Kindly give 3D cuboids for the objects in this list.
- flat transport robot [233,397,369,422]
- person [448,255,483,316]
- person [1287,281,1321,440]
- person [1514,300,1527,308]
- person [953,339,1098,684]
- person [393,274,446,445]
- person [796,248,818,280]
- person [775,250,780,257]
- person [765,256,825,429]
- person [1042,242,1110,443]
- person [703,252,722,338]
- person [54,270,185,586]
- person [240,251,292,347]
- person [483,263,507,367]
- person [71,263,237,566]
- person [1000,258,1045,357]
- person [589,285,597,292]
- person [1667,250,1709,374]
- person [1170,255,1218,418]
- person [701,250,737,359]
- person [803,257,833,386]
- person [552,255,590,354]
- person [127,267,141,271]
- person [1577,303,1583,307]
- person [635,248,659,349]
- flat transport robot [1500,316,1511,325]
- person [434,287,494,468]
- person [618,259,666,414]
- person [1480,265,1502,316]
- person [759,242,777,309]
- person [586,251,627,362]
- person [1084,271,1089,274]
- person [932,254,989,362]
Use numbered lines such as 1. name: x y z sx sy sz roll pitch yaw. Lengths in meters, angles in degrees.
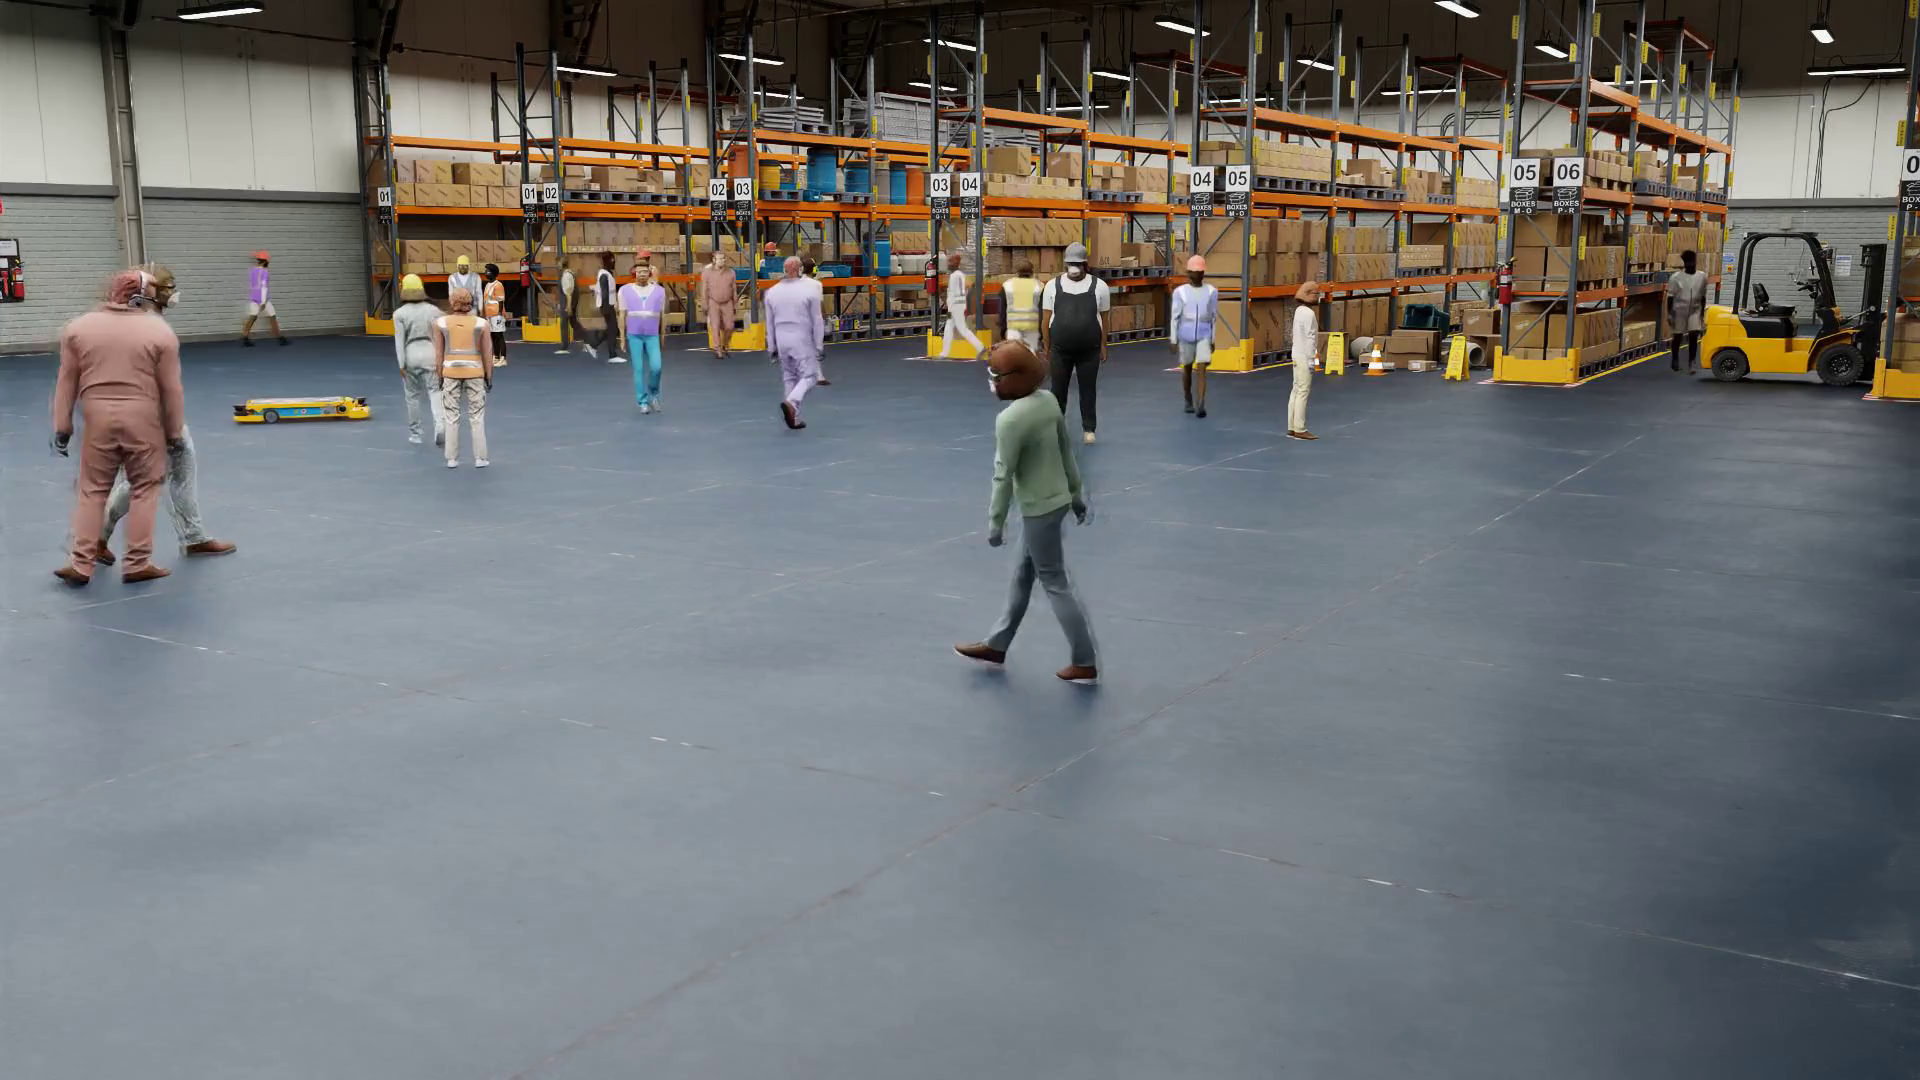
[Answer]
1. flat transport robot: -7.566 -1.511 19.107 1.431 0.197 0.652 -4 11 -21
2. person: -8.761 -4.142 29.518 0.596 1.812 0.540 -2 10 -13
3. person: 3.579 -1.855 17.221 0.277 1.631 0.506 -1 10 -4
4. person: 14.211 -6.332 41.779 0.649 1.818 0.604 -6 12 -28
5. person: 0.297 -0.132 7.669 0.790 1.583 0.564 5 11 25
6. person: -5.399 -1.803 16.665 0.490 1.720 0.725 -6 12 -28
7. person: -2.452 -3.631 26.312 0.377 1.940 0.628 3 11 18
8. person: -3.884 -5.277 35.615 0.604 1.912 0.588 8 13 39
9. person: -1.791 -2.107 17.913 0.656 1.888 0.672 4 11 24
10. person: 1.163 -1.983 16.795 0.688 2.000 0.536 1 10 5
11. person: -5.221 -5.234 35.496 0.586 1.870 0.414 6 12 30
12. person: -5.024 -0.666 9.930 0.752 1.865 0.474 -2 10 -10
13. person: -13.725 -4.728 32.660 0.548 1.879 1.023 7 12 34
14. person: -7.623 -3.673 27.226 0.316 1.695 0.542 -8 13 -37
15. person: -5.143 -0.787 10.486 0.894 1.912 0.639 -6 12 -30
16. person: 0.849 -2.848 22.249 0.636 1.819 0.675 1 10 5
17. person: -8.531 -5.921 39.159 0.376 1.933 0.545 -9 14 -41
18. person: 11.283 -3.525 25.789 0.644 1.901 0.961 2 10 9
19. person: 2.752 -2.393 19.545 0.559 1.887 1.012 0 10 2
20. person: -4.197 -4.111 29.126 0.639 1.895 0.422 -4 11 -20
21. person: -2.125 -3.024 23.236 0.503 1.834 0.967 9 13 41
22. person: -7.107 -4.305 30.561 0.806 1.813 0.584 -1 10 -6
23. person: -13.514 -3.662 27.323 0.514 1.641 0.308 3 10 14
24. person: 15.391 -6.351 41.548 0.353 1.937 0.635 -3 11 -16
25. person: -5.990 -4.594 31.711 0.551 1.934 0.373 6 12 30
26. flat transport robot: 13.421 -5.380 40.782 0.652 0.197 1.431 2 10 13
27. person: -4.471 -1.457 15.012 0.510 1.626 0.325 -2 10 -10
28. person: -3.762 -2.404 19.735 0.572 1.826 0.480 -3 11 -18
29. person: 13.304 -6.301 41.734 0.925 1.802 0.625 8 13 39
30. person: -3.903 -5.128 34.409 0.392 2.041 0.615 9 14 43
31. person: -6.022 -3.956 28.245 0.595 1.897 0.606 -1 10 -6
32. person: 1.714 -3.277 25.058 0.770 1.663 0.553 2 10 14
33. person: 0.019 -3.965 28.474 0.949 1.850 0.627 2 10 10
